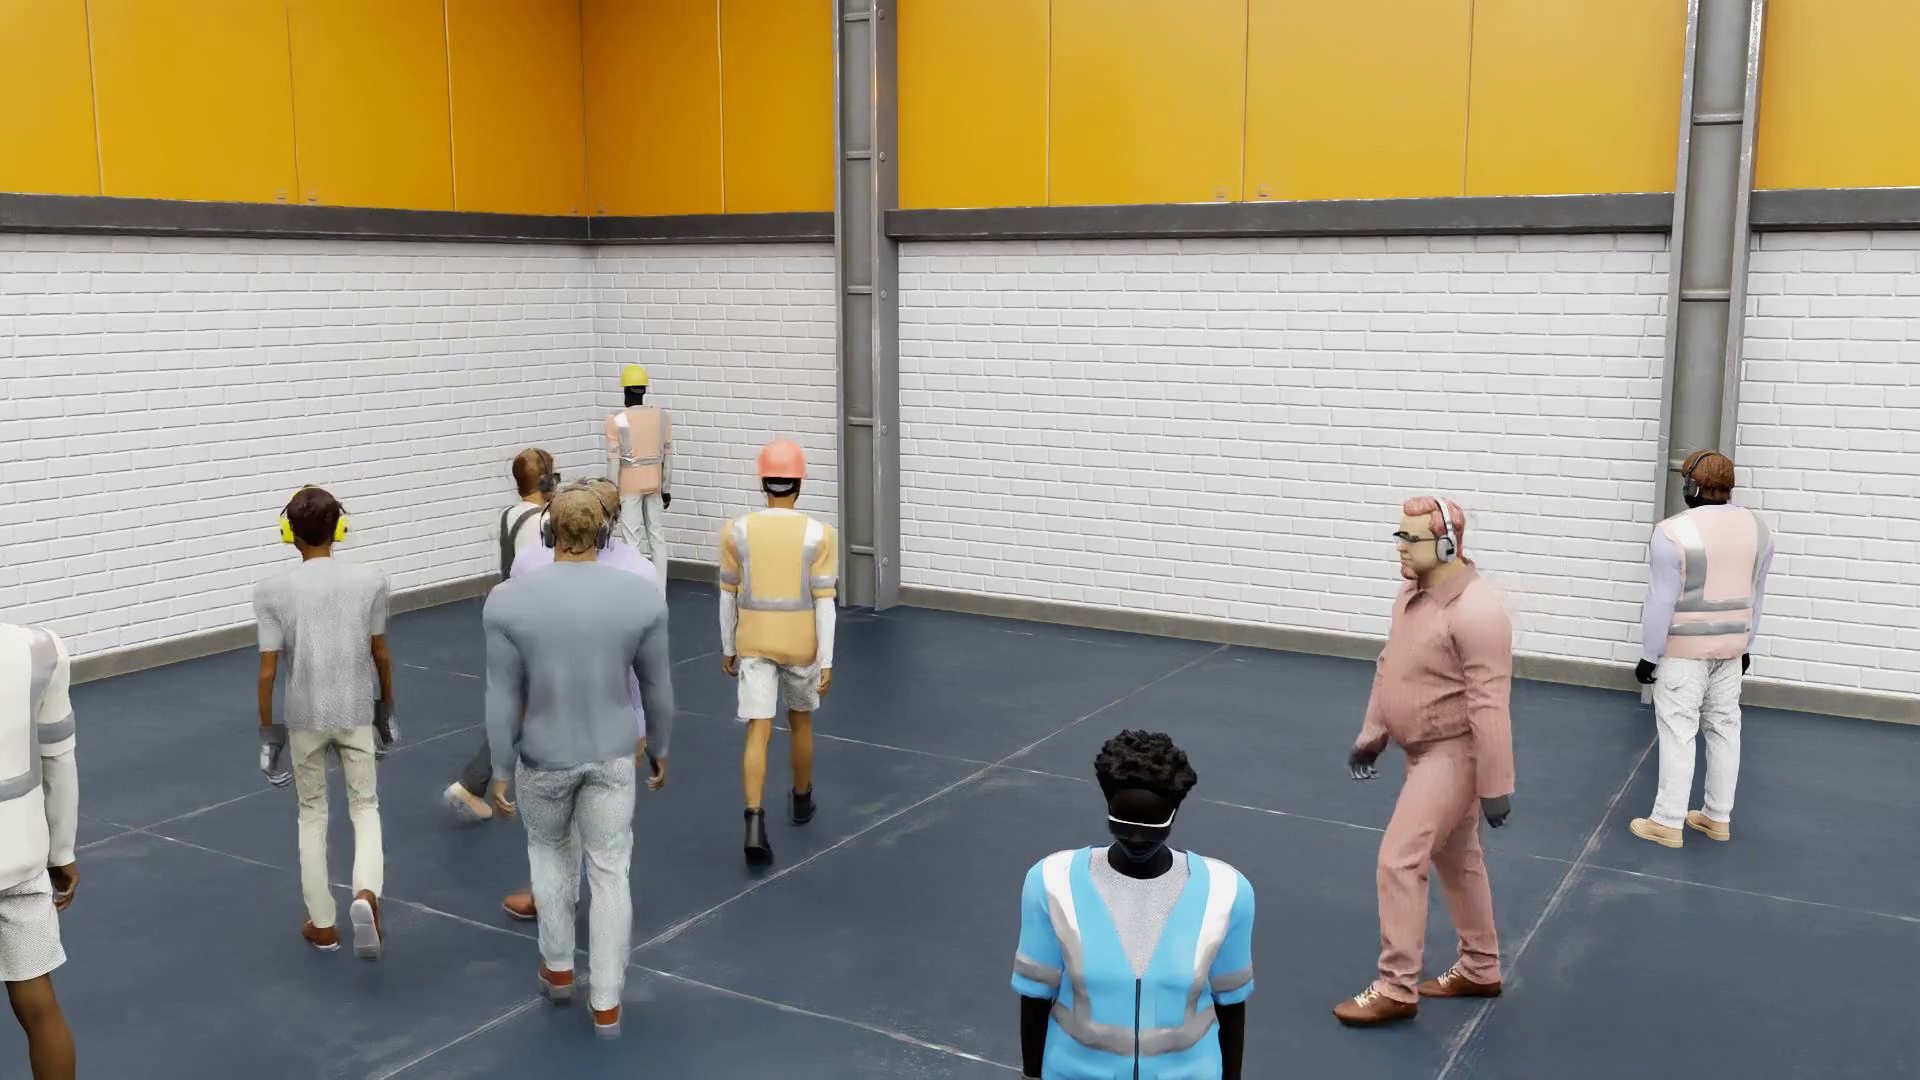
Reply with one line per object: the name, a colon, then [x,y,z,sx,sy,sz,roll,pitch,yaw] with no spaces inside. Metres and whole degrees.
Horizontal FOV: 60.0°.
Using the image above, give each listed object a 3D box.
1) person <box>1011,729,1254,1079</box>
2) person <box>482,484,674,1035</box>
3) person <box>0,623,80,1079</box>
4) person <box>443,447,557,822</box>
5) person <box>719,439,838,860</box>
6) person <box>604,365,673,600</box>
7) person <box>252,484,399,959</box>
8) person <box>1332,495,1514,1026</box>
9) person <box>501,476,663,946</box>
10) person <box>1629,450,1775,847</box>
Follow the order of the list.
person: [0.375,1.228,3.641,0.530,1.692,0.321,0,9,2]
person: [-1.353,0.745,5.942,0.649,1.914,0.736,-3,9,-16]
person: [-2.732,0.901,4.578,0.362,2.048,0.613,5,10,29]
person: [-2.125,0.457,8.104,0.918,1.810,0.530,-8,12,-40]
person: [-0.844,0.490,7.646,0.577,1.895,0.975,0,9,1]
person: [-2.571,-0.414,13.211,0.606,1.924,0.426,-8,12,-42]
person: [-2.408,0.718,6.360,0.550,1.846,0.637,-5,10,-26]
person: [1.623,0.777,5.886,0.824,1.881,0.640,0,9,-1]
person: [-1.502,0.668,6.520,0.782,1.894,0.453,3,10,20]
person: [3.403,0.503,7.702,0.623,1.844,0.429,-3,9,-16]
